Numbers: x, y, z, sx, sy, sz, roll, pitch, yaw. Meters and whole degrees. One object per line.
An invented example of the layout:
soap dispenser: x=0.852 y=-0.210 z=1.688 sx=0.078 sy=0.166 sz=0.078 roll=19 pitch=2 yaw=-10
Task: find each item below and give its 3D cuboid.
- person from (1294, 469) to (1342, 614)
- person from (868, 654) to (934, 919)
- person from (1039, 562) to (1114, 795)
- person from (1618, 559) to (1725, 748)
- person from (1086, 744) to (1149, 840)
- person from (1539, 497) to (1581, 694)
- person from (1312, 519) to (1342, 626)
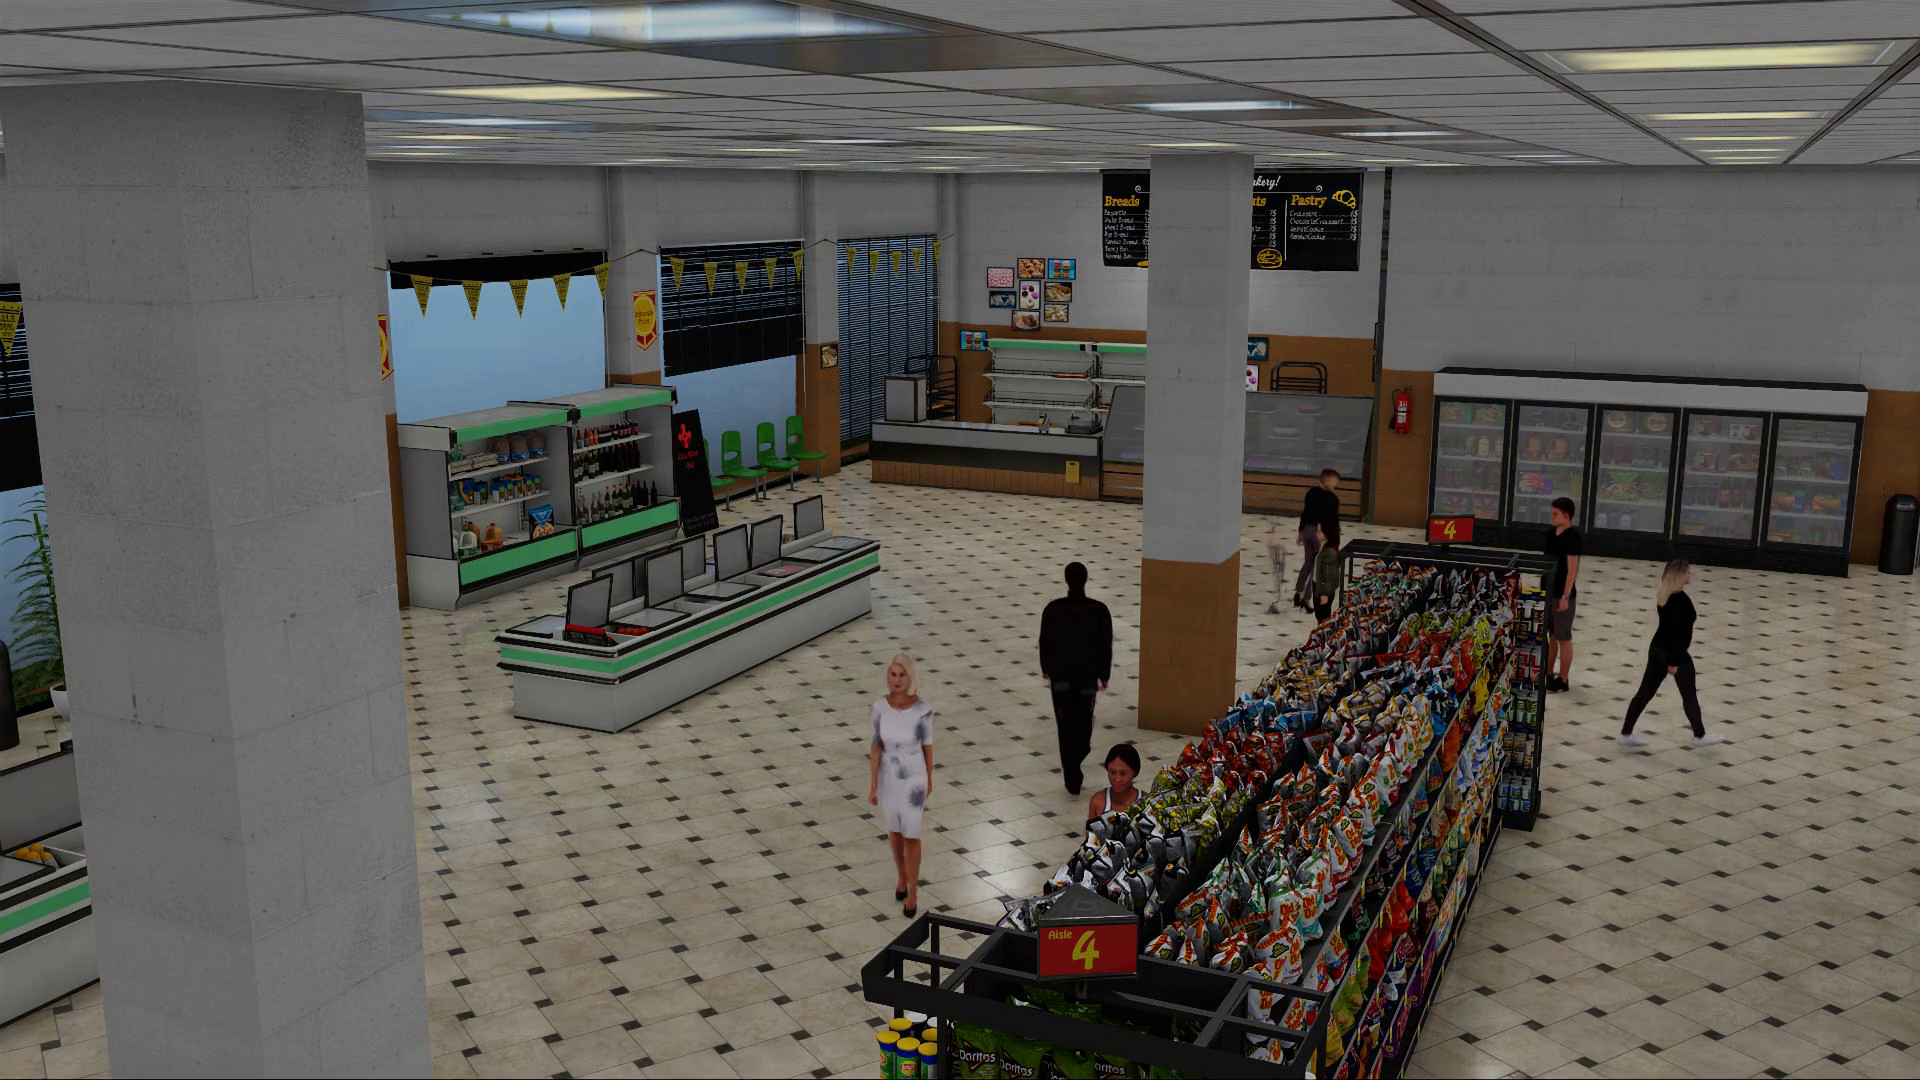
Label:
person: x=3.951 y=0.024 z=18.648 sx=0.735 sy=1.642 sz=0.771 roll=10 pitch=16 yaw=40
person: x=-0.377 y=1.578 z=11.060 sx=0.692 sy=1.726 sz=0.857 roll=2 pitch=12 yaw=10
person: x=0.903 y=1.122 z=13.084 sx=1.076 sy=1.786 sz=1.274 roll=-1 pitch=12 yaw=-4
person: x=5.876 y=1.005 z=14.009 sx=1.038 sy=1.633 sz=1.162 roll=-1 pitch=12 yaw=-2
person: x=0.888 y=1.958 z=9.187 sx=0.621 sy=1.754 sz=0.592 roll=2 pitch=12 yaw=8
person: x=5.705 y=0.506 z=15.821 sx=0.834 sy=1.863 sz=0.739 roll=-2 pitch=12 yaw=-11
person: x=3.664 y=0.514 z=16.719 sx=0.713 sy=1.477 sz=0.586 roll=0 pitch=12 yaw=0
